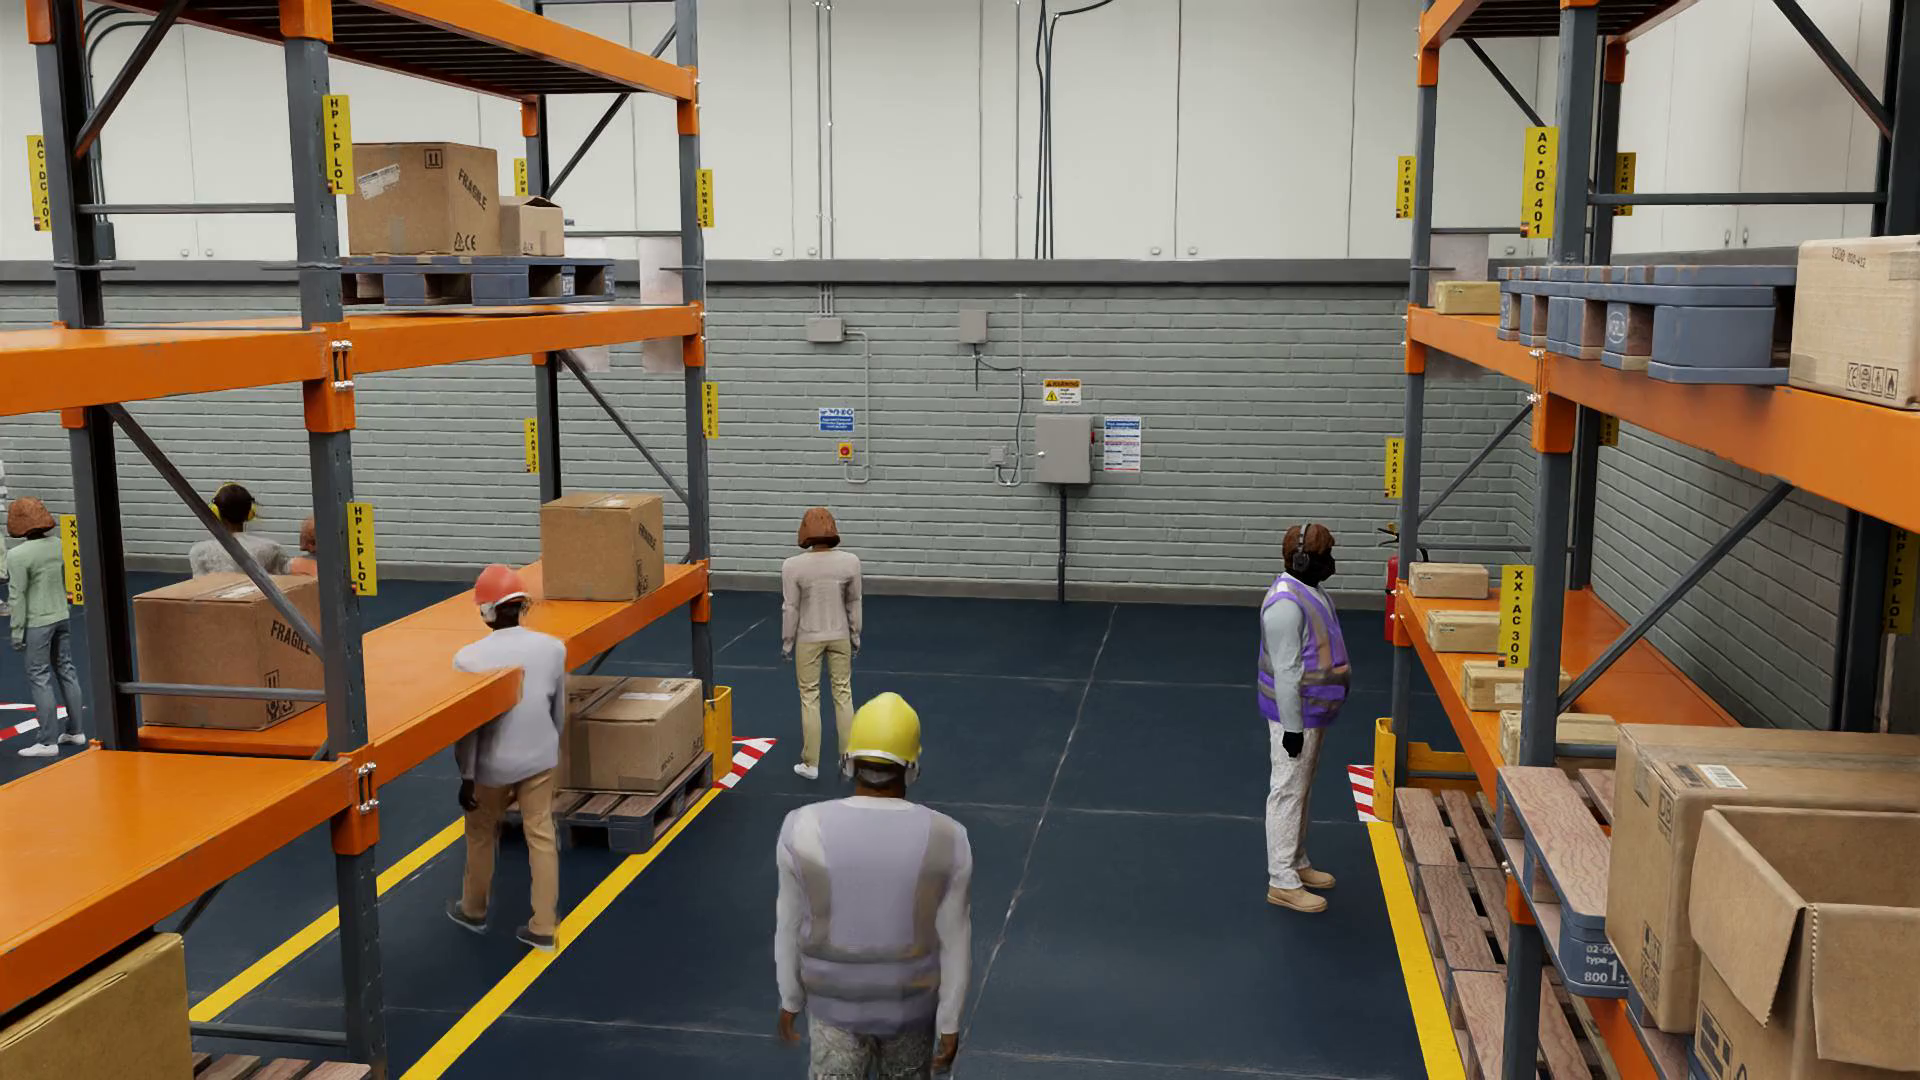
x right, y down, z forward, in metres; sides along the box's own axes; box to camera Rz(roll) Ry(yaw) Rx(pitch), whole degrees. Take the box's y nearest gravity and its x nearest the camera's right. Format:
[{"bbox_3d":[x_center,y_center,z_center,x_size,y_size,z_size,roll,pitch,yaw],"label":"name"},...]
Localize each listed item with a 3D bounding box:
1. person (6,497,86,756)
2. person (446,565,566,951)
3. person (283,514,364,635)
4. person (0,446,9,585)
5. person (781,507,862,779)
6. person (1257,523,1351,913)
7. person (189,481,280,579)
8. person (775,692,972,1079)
[{"bbox_3d":[-5.765,0.538,10.453,0.277,1.626,0.502,1,9,9],"label":"person"},{"bbox_3d":[-2.084,0.960,7.528,0.597,1.720,0.777,-9,13,-43],"label":"person"},{"bbox_3d":[-3.702,0.652,9.712,0.522,1.638,0.310,3,10,19],"label":"person"},{"bbox_3d":[-9.439,-0.412,15.965,0.573,1.739,0.349,4,10,21],"label":"person"},{"bbox_3d":[-0.827,0.613,9.967,0.507,1.632,0.269,-4,10,-23],"label":"person"},{"bbox_3d":[1.649,0.831,7.984,0.429,1.844,0.627,3,10,21],"label":"person"},{"bbox_3d":[-4.074,0.597,9.391,0.556,1.854,0.445,-9,13,-44],"label":"person"},{"bbox_3d":[-0.255,1.352,4.882,0.588,1.804,0.706,0,9,-2],"label":"person"}]
